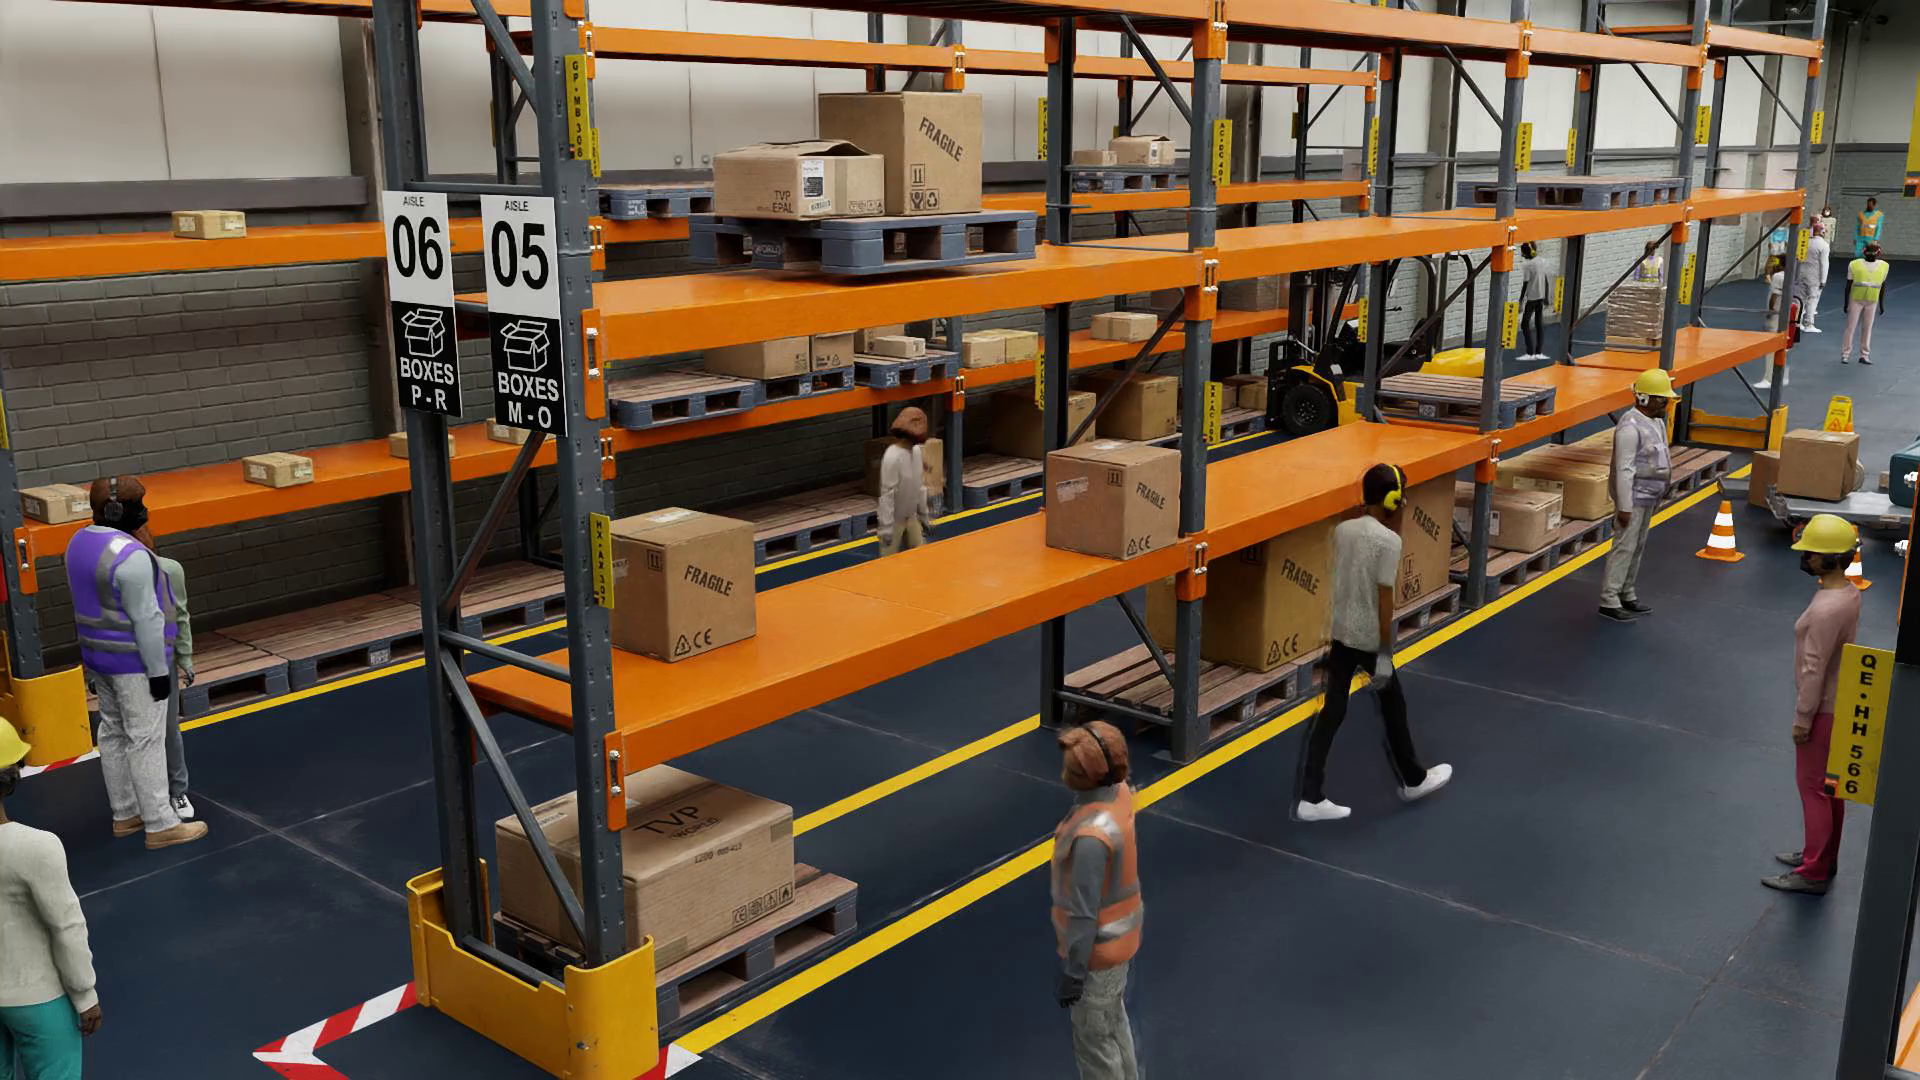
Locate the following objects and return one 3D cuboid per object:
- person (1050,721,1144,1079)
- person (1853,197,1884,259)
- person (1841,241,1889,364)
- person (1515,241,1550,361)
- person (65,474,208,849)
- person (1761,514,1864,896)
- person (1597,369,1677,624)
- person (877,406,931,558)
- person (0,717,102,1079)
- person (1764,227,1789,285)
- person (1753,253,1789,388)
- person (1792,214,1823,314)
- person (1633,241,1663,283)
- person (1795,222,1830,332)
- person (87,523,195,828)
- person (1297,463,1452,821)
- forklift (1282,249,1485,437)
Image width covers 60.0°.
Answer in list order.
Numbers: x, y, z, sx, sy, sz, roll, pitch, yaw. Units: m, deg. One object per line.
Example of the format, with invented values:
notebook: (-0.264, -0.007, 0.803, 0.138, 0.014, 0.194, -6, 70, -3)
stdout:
person: (0.458, 1.332, 5.555, 0.318, 1.610, 0.627, 3, 14, 13)
person: (21.735, -7.245, 39.852, 0.477, 1.909, 0.623, -11, 18, -39)
person: (13.595, -3.568, 25.015, 0.564, 1.837, 0.388, 3, 14, 11)
person: (8.786, -3.654, 25.399, 0.674, 1.832, 0.334, -9, 17, -33)
person: (-4.030, 0.587, 8.098, 0.624, 1.841, 0.430, 10, 17, 36)
person: (3.918, 0.745, 7.627, 0.348, 1.758, 0.521, 10, 17, 36)
person: (4.821, -0.314, 11.816, 0.403, 1.821, 0.596, 11, 18, 38)
person: (-0.387, -0.112, 11.399, 0.367, 1.615, 0.529, 9, 16, 32)
person: (-2.869, 1.366, 5.067, 0.525, 1.772, 0.304, 2, 14, 10)
person: (18.705, -6.852, 37.982, 0.610, 2.039, 0.399, -8, 16, -28)
person: (11.155, -2.987, 22.687, 0.651, 1.832, 0.352, -12, 18, -40)
person: (16.289, -5.281, 31.874, 0.399, 1.900, 0.645, -3, 14, -14)
person: (11.695, -4.276, 28.327, 0.506, 1.631, 0.311, -1, 14, -6)
person: (14.878, -4.574, 29.001, 0.395, 1.899, 0.639, -4, 14, -16)
person: (-4.105, 0.634, 8.328, 0.498, 1.633, 0.279, -6, 15, -24)
person: (2.123, 0.520, 8.436, 0.978, 1.803, 0.588, -7, 15, -26)
forklift: (4.886, -2.214, 18.767, 2.313, 2.155, 1.214, 11, 18, 38)
